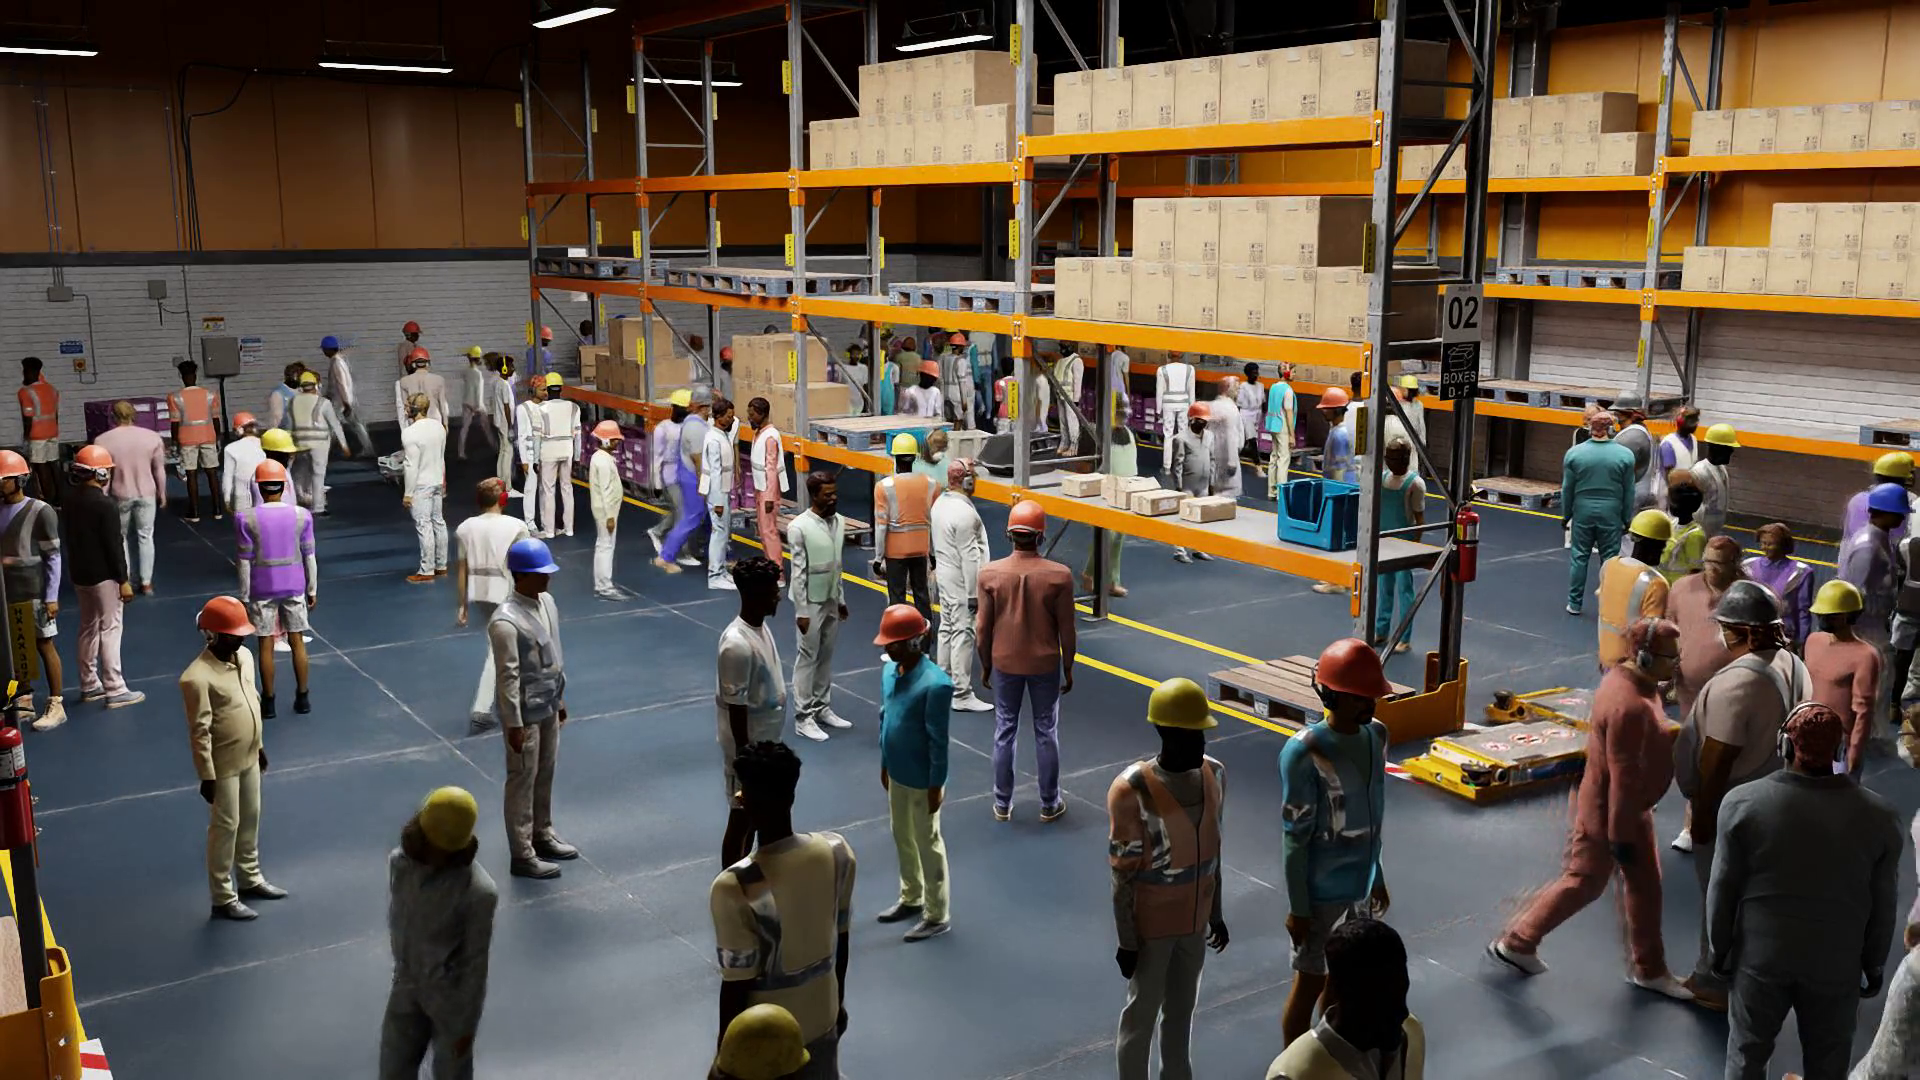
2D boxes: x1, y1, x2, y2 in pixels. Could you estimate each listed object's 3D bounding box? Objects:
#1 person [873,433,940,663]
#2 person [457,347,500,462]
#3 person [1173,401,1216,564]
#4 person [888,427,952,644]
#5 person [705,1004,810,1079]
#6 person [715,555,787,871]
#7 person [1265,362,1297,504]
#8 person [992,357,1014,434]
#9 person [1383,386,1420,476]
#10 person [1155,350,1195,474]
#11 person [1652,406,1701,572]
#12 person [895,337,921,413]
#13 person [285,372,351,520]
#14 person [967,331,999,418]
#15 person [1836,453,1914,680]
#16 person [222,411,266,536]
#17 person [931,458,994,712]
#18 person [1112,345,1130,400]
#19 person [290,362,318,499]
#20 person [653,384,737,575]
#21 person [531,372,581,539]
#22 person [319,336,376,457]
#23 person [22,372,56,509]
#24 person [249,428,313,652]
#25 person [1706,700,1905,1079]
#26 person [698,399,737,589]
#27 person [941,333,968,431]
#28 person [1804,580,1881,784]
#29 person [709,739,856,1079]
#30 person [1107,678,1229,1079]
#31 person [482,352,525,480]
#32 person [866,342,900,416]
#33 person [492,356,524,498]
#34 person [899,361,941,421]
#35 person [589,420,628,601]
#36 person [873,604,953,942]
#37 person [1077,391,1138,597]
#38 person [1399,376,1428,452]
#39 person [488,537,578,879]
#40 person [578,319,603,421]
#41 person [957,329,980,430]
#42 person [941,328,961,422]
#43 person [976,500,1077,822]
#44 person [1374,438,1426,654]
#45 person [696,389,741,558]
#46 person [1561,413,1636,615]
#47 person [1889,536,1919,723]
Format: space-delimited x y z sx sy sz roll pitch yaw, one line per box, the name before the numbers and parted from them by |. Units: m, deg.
person | -0.450 0.079 13.737 0.594 1.925 0.369 -6 12 -27
person | -7.266 -2.049 25.144 0.537 1.726 0.883 10 15 42
person | 2.520 -0.617 17.770 0.566 1.744 0.350 -7 13 -33
person | -0.353 -0.060 14.517 0.700 1.902 0.591 -6 13 -28
person | -0.523 2.022 4.303 0.492 1.731 0.324 6 13 28
person | -1.091 1.039 8.762 0.365 1.958 0.609 1 11 5
person | 4.141 -1.379 21.410 0.389 1.847 0.566 -3 11 -14
person | 0.684 -1.767 23.774 0.531 1.697 0.320 -9 14 -38
person | 4.460 -0.591 17.100 0.582 1.979 0.662 -5 12 -24
person | 3.086 -1.876 23.859 0.573 1.883 0.353 -1 11 -5
person | 7.219 -0.406 16.495 0.577 1.822 0.695 -8 13 -35
person | -0.870 -2.671 28.568 0.499 1.633 0.279 5 12 23
person | -7.887 -1.169 20.502 0.707 1.786 0.768 2 11 12
person | 0.395 -3.171 30.471 0.702 1.885 0.459 -4 12 -18
person | 7.169 0.260 12.936 0.925 1.873 0.604 -1 11 -5
person | -7.186 -0.445 16.955 0.634 1.714 0.599 8 14 37
person | 0.024 0.333 12.493 0.409 1.906 0.651 -4 12 -21
person | 2.516 -2.358 26.463 0.354 1.835 0.517 -8 14 -36
person | -8.527 -1.357 21.330 0.551 1.836 0.797 0 11 0
person | -2.734 -0.652 17.186 0.952 2.000 0.687 -2 11 -10
person | -4.654 -0.973 19.175 0.591 1.911 0.398 -9 14 -39
person | -9.454 -2.159 25.310 1.032 1.891 0.603 -2 11 -12
person | -11.630 -1.261 21.042 0.329 1.752 0.563 -5 12 -26
person | -5.797 -0.002 14.191 0.390 1.917 0.583 0 11 1
person | 3.181 1.543 6.335 0.642 1.900 0.401 5 12 22
person | -2.394 -0.456 16.535 0.398 1.909 0.600 0 11 -2
person | -0.053 -2.166 25.228 0.389 1.930 0.544 -7 13 -34
person | 4.734 1.078 9.063 0.337 1.758 0.517 -2 11 -11
person | -0.614 1.633 5.686 0.362 1.962 0.613 9 14 39
person | 0.835 1.479 6.566 0.588 1.930 0.357 -9 14 -38
person | -6.370 -1.731 23.325 0.548 1.808 0.548 4 12 19
person | -1.146 -2.001 24.597 0.529 1.845 0.343 4 12 18
person | -5.975 -1.492 21.925 0.312 1.869 0.536 -6 13 -30
person | -0.494 -1.329 21.041 0.567 1.878 0.930 -10 15 -41
person | -3.387 -0.287 16.065 0.347 1.746 0.573 -4 12 -18
person | -0.261 1.179 8.587 0.354 1.738 0.577 -7 13 -33
person | 1.491 -0.439 16.100 0.695 2.000 0.536 -9 14 -38
person | 5.577 -1.177 20.673 0.487 1.719 0.714 -5 12 -22
person | -2.398 0.935 9.340 0.405 1.942 0.612 2 11 11
person | -6.323 -2.804 28.489 0.367 1.933 0.627 4 12 18
person | 0.064 -2.727 28.386 0.668 1.825 0.431 8 14 35
person | -0.192 -2.752 28.276 0.404 1.917 0.581 -1 11 -7
person | 0.407 0.745 10.155 0.611 1.995 0.375 1 11 8
person | 3.702 0.045 14.140 0.343 1.840 0.507 -7 13 -31
person | -2.668 -0.728 18.098 0.563 1.837 0.389 -3 11 -13
person | 5.897 -0.230 15.391 0.636 1.902 0.406 5 12 23
person | 6.985 0.536 12.015 0.320 1.694 0.535 -8 14 -37
